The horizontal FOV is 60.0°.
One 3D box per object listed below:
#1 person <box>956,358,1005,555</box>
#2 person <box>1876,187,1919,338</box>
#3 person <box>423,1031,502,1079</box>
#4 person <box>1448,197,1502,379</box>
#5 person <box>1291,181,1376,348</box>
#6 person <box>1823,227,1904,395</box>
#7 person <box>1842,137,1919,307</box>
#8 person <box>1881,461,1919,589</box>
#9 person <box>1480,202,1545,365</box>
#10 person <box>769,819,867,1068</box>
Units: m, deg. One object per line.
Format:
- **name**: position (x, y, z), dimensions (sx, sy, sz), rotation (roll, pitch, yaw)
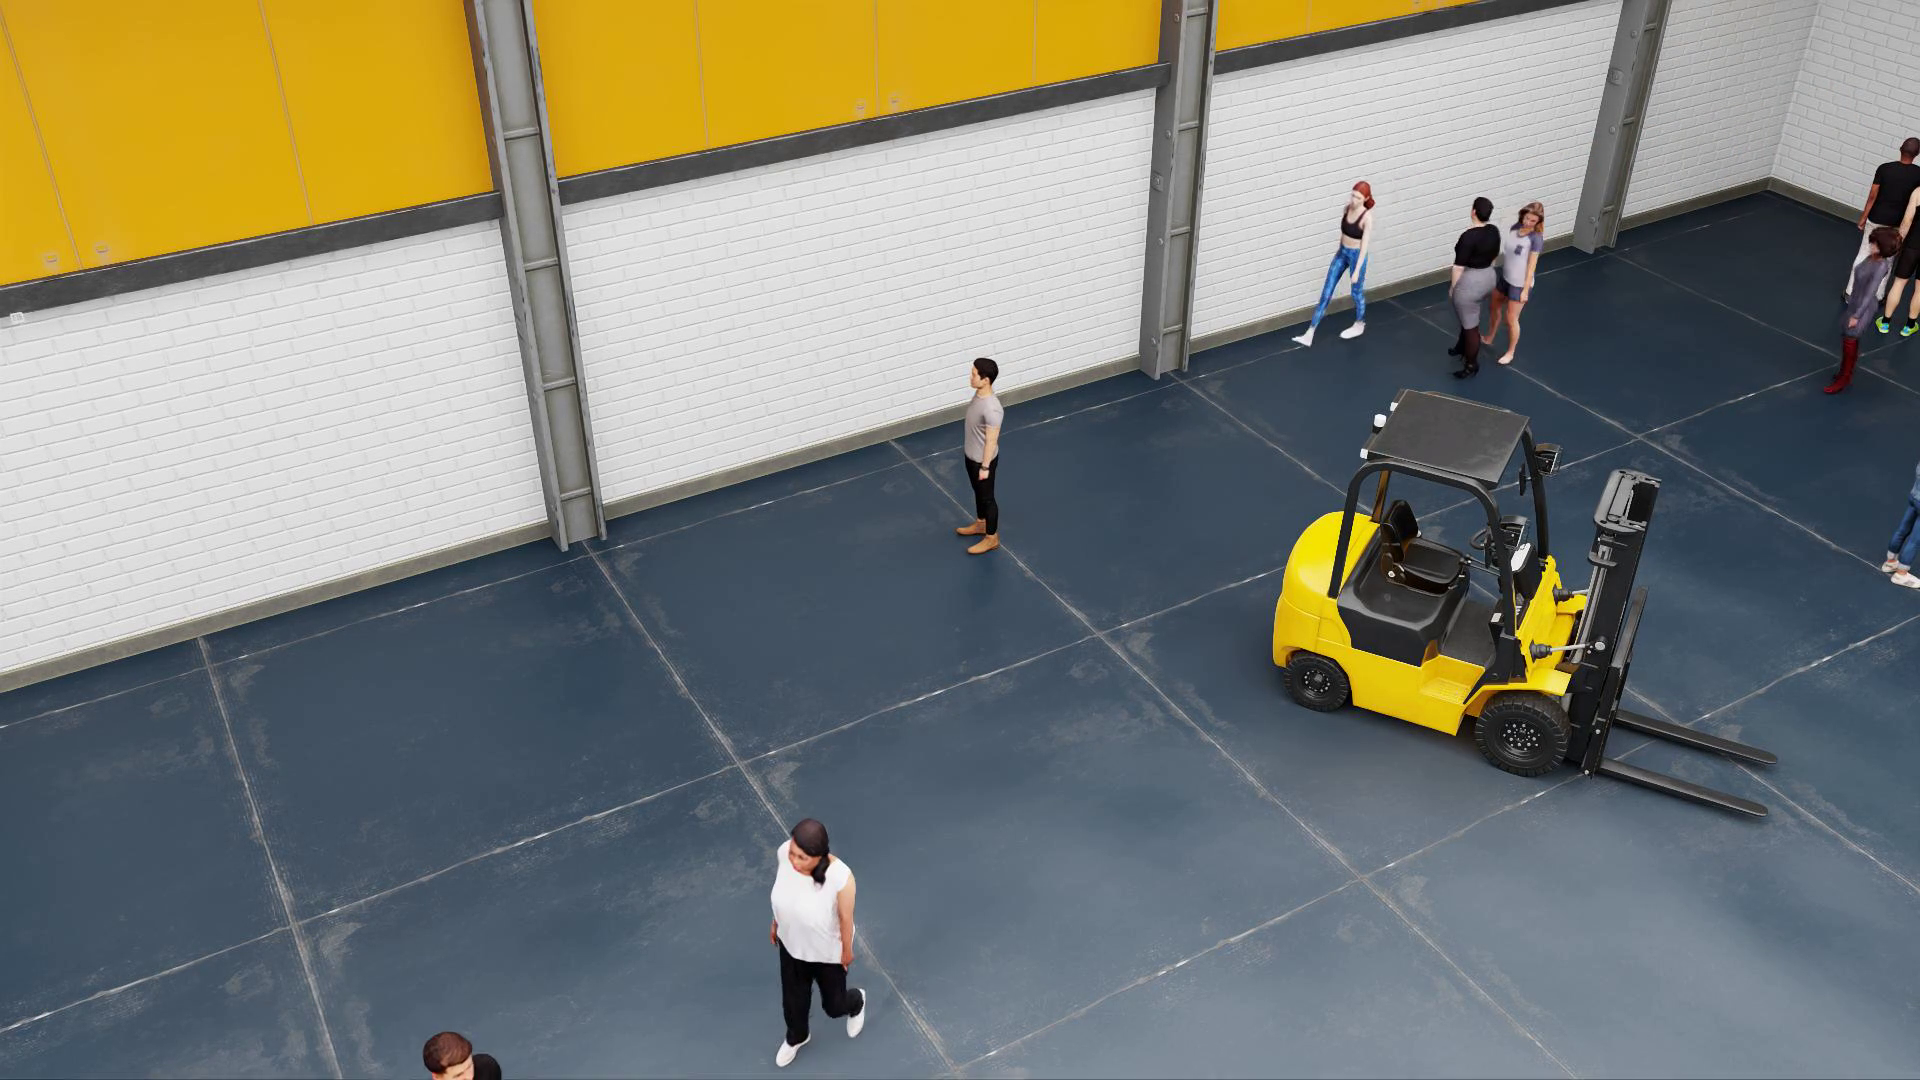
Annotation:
- **person**: position (0.184, -0.702, 13.378), dimensions (0.619, 1.724, 0.661), rotation (-8, 34, -12)
- **person**: position (9.614, -2.940, 16.594), dimensions (0.768, 1.892, 0.777), rotation (16, 37, 23)
- **person**: position (-2.328, 2.918, 7.829), dimensions (1.118, 1.837, 1.181), rotation (16, 37, 23)
- **person**: position (4.947, -2.380, 15.895), dimensions (0.731, 1.732, 0.761), rotation (-26, 41, -33)
- **person**: position (3.922, -2.707, 16.381), dimensions (1.141, 1.739, 0.583), rotation (-17, 37, -23)
- **person**: position (8.455, -2.160, 15.592), dimensions (0.811, 1.701, 0.735), rotation (17, 37, 24)
- **person**: position (9.580, -3.288, 17.195), dimensions (0.764, 1.804, 0.772), rotation (17, 37, 23)
- **person**: position (7.566, -0.324, 13.031), dimensions (0.665, 1.477, 0.641), rotation (2, 34, 2)
- **person**: position (5.391, -2.513, 16.122), dimensions (0.674, 1.701, 0.852), rotation (-3, 34, -4)
- **person**: position (-0.783, 2.162, 9.113), dimensions (0.837, 1.676, 0.933), rotation (22, 39, 29)
